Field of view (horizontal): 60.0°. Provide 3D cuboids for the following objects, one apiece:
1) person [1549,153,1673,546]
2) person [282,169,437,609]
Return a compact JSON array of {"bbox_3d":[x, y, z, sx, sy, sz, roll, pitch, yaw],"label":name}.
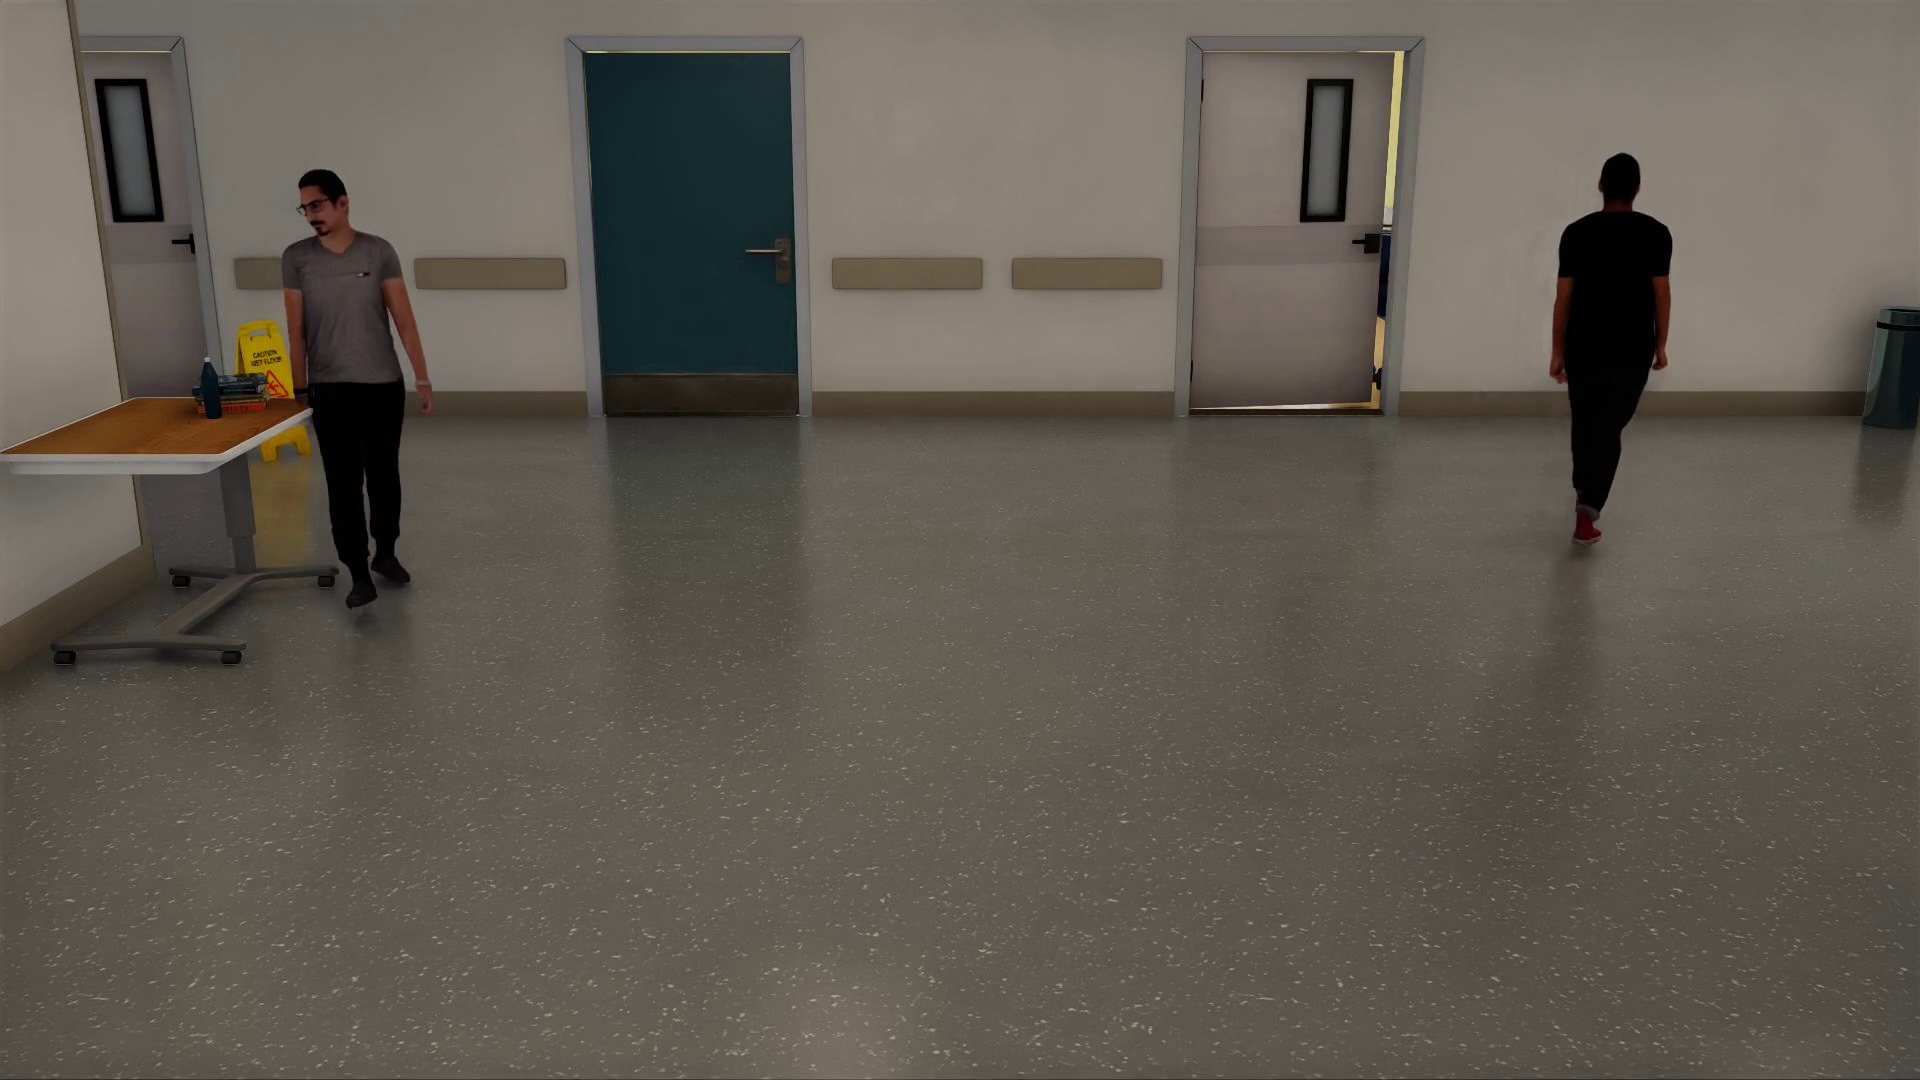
[{"bbox_3d":[2.894,-0.805,7.454,1.171,1.711,1.100,10,19,31],"label":"person"},{"bbox_3d":[-2.491,-0.637,6.834,1.014,1.723,0.982,-9,18,-30],"label":"person"}]
